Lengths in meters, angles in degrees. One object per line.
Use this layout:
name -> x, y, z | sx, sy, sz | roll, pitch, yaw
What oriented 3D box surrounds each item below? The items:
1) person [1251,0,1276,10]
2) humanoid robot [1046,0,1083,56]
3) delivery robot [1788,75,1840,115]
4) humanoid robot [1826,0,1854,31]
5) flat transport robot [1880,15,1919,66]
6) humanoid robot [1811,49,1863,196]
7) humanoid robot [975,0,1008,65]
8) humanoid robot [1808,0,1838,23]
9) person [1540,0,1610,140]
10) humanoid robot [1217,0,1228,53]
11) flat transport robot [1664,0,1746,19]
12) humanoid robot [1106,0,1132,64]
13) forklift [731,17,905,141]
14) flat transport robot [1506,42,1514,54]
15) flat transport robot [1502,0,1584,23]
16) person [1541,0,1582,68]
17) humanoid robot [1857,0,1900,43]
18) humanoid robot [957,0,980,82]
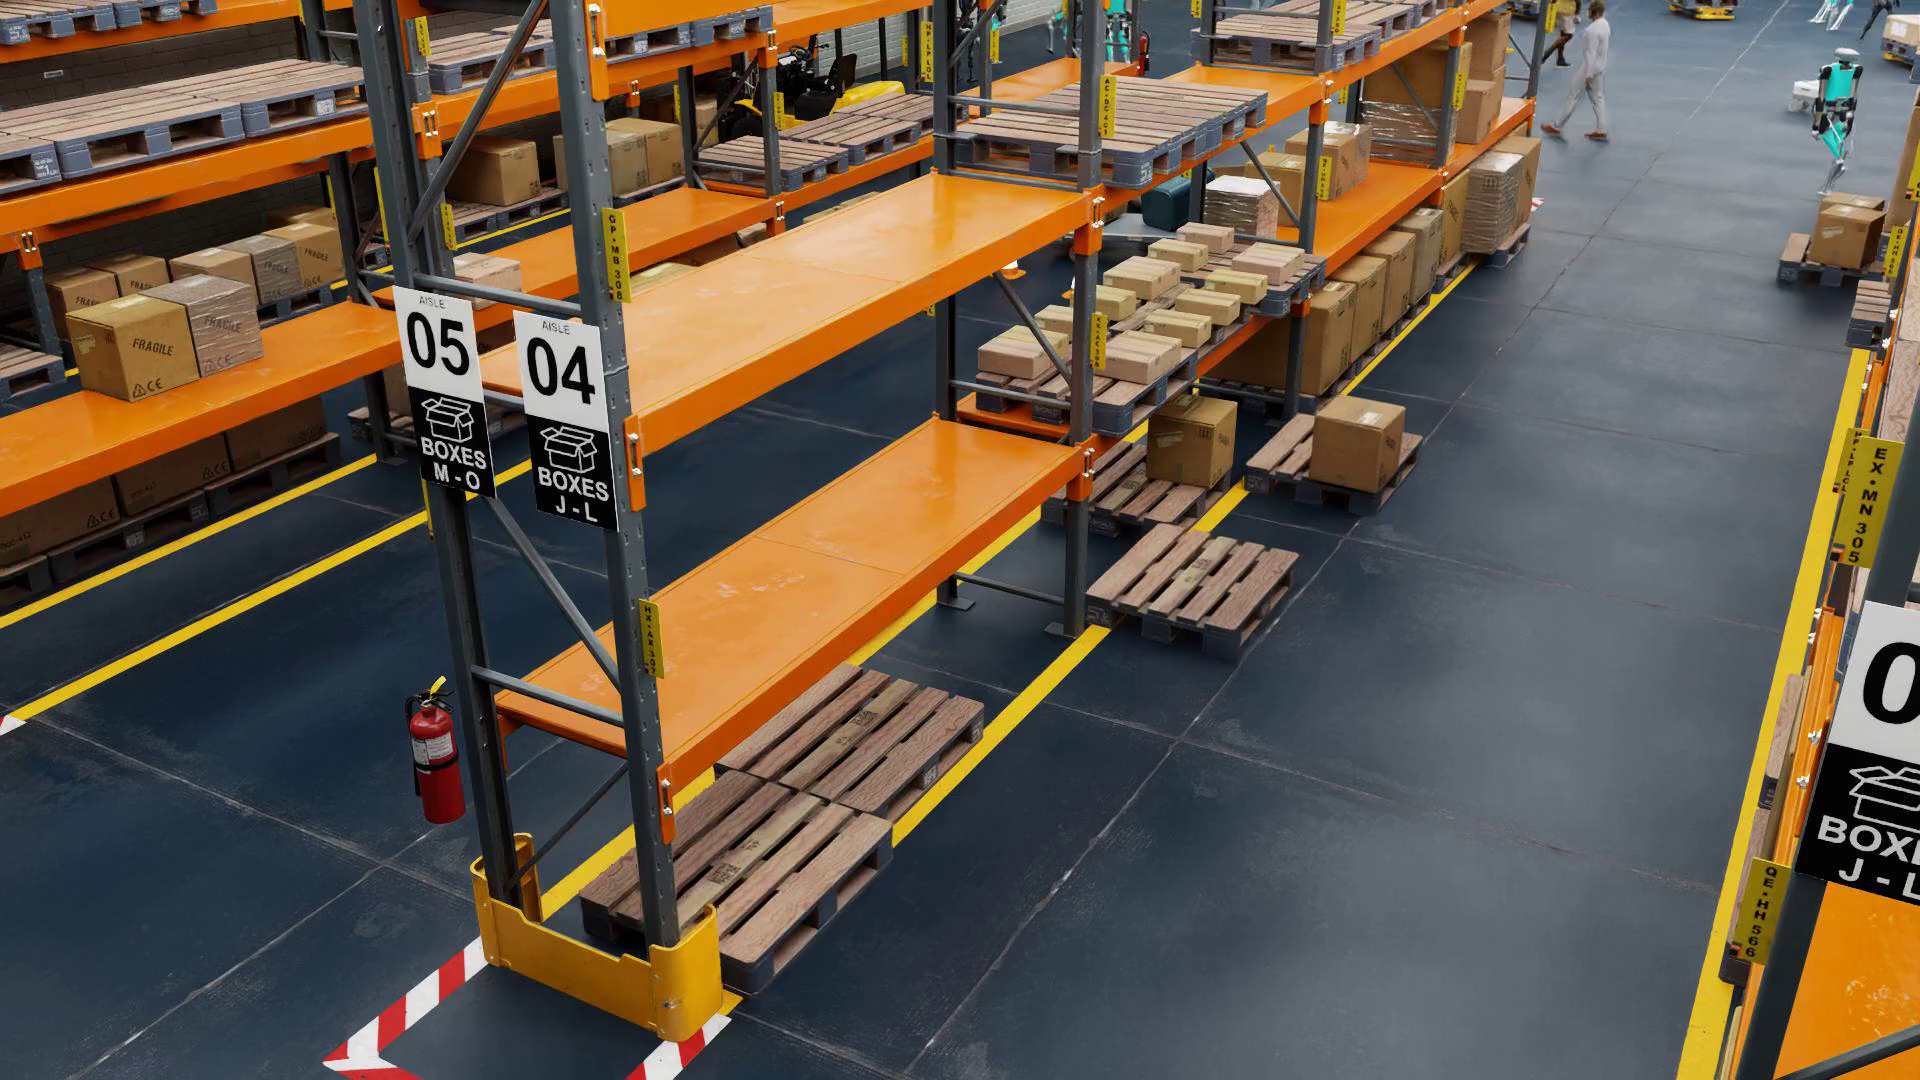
person -> 5.873, -10.823, 31.969 | 0.722, 1.884, 0.494 | -14, 29, -26
humanoid robot -> 1.792, -9.171, 28.752 | 1.038, 1.768, 0.543 | -14, 29, -27
delivery robot -> 12.774, -6.607, 24.727 | 0.499, 0.583, 0.774 | -14, 29, -27
humanoid robot -> 16.706, -10.427, 31.445 | 0.726, 1.899, 0.538 | -13, 29, -25
flat transport robot -> 16.484, -8.179, 28.337 | 0.659, 0.231, 1.431 | -1, 26, -1
humanoid robot -> 10.525, -4.896, 19.851 | 0.539, 1.802, 0.814 | -5, 26, -10
humanoid robot -> 0.458, -8.786, 27.757 | 0.533, 1.673, 0.735 | 14, 29, 26
humanoid robot -> 16.917, -10.979, 32.407 | 0.724, 1.737, 0.530 | -2, 26, -3
person -> 8.669, -6.511, 23.017 | 0.937, 1.890, 0.639 | 20, 32, 35
humanoid robot -> 4.127, -8.178, 26.711 | 0.602, 1.654, 0.431 | -20, 32, -35
flat transport robot -> 14.992, -10.706, 33.587 | 0.659, 0.231, 1.431 | -2, 26, -4
humanoid robot -> 2.466, -7.883, 26.117 | 0.544, 1.877, 0.646 | -2, 26, -5
forklift -> -1.819, -5.975, 21.543 | 2.313, 2.155, 1.214 | 14, 29, 26
flat transport robot -> 9.042, -8.696, 29.412 | 1.431, 0.231, 0.659 | -13, 28, -24
flat transport robot -> 11.567, -10.491, 33.142 | 0.659, 0.231, 1.431 | -11, 28, -22
person -> 10.104, -8.869, 27.850 | 0.730, 1.939, 0.611 | -9, 27, -18
humanoid robot -> 16.859, -9.858, 30.227 | 0.609, 1.629, 0.688 | -11, 28, -22
humanoid robot -> 0.080, -8.289, 26.928 | 0.599, 1.655, 0.315 | 14, 29, 26
